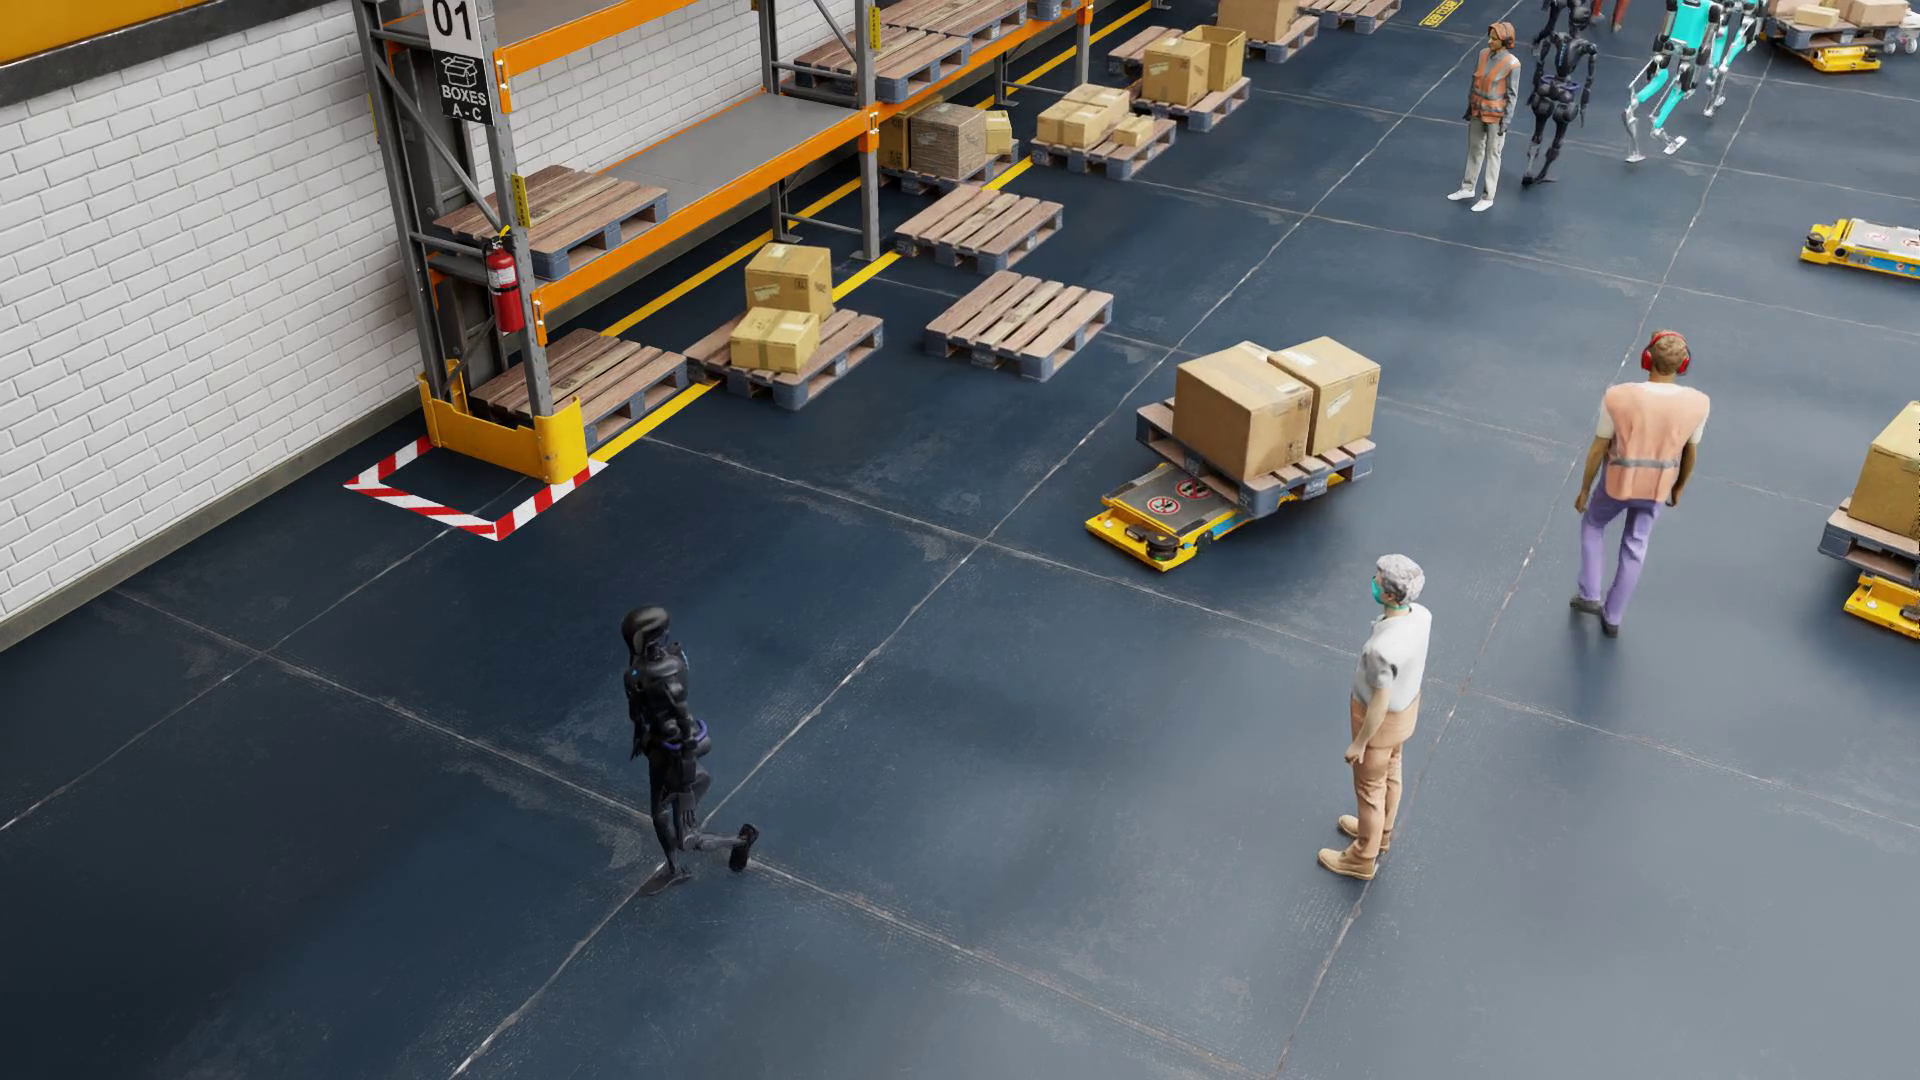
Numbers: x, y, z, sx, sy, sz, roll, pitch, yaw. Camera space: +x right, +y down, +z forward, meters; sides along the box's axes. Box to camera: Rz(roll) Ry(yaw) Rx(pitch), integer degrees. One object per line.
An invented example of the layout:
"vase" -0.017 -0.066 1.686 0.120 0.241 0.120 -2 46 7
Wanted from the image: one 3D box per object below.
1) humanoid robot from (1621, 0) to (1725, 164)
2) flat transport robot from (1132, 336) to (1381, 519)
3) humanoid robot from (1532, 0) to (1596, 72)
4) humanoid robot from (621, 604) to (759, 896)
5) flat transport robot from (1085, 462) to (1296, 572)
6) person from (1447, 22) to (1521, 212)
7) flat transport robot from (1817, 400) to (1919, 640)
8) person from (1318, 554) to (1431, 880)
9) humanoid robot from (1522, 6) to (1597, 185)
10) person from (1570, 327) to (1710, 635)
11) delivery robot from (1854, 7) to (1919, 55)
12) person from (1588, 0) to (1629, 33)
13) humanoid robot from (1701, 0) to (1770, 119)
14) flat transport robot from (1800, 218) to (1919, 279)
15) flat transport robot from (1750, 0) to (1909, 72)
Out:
"humanoid robot" 6.464 -4.235 15.217 1.010 1.733 0.548 -24 40 -32
"flat transport robot" 1.868 -0.445 10.821 1.431 0.231 0.659 -20 38 -27
"humanoid robot" 6.545 -5.947 17.904 0.589 1.627 0.755 -6 34 -8
"humanoid robot" -1.239 0.919 7.484 0.545 1.634 0.594 -22 39 -29
"flat transport robot" 1.524 -0.261 10.544 1.431 0.231 0.659 -27 42 -34
"person" 4.600 -3.685 14.478 0.309 1.638 0.522 -15 36 -21
"flat transport robot" 5.848 0.185 9.868 0.659 0.231 1.431 27 42 35
"person" 1.910 0.813 7.578 0.321 1.746 0.473 22 39 29
"humanoid robot" 5.323 -3.949 14.872 0.502 1.643 0.608 -27 42 -35
"person" 3.717 -0.299 9.184 0.591 1.825 0.482 4 34 6
"delivery robot" 10.429 -5.806 18.691 0.499 0.614 0.808 -5 34 -8
"person" 7.556 -6.724 18.872 0.575 1.864 0.611 19 38 26
"humanoid robot" 7.550 -4.968 16.374 0.542 1.752 1.040 23 40 30
"flat transport robot" 7.766 -2.355 13.712 1.431 0.231 0.659 19 38 26
"flat transport robot" 9.514 -5.527 18.509 0.659 0.231 1.431 -5 34 -8
